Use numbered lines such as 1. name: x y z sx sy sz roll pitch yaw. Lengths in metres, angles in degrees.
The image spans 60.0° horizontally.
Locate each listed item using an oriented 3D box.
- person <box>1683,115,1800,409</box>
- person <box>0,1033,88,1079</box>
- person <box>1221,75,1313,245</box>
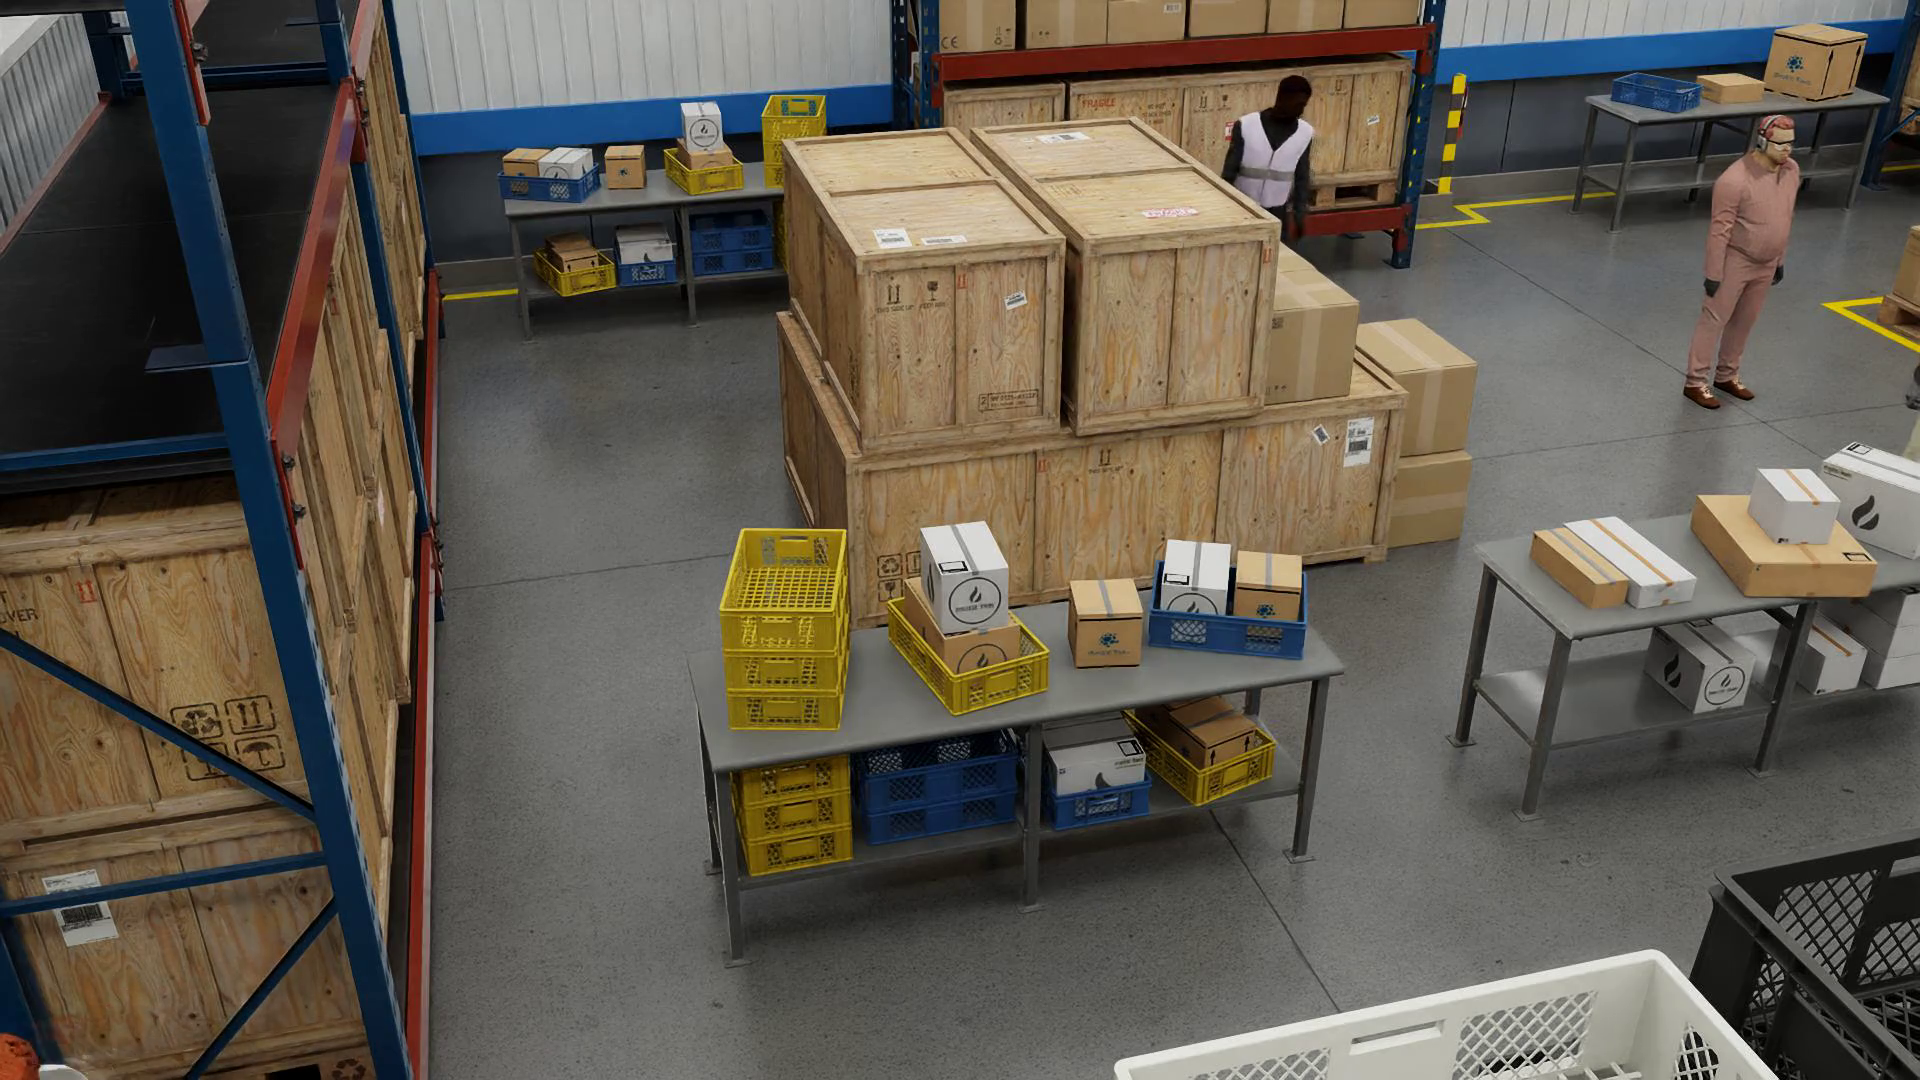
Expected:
1. person: 5.025 -1.768 10.628 0.647 1.901 0.402 -12 31 -21
2. person: -2.040 1.873 4.043 0.727 1.868 0.592 -10 30 -18
3. person: 2.105 -2.310 11.628 0.634 1.877 0.492 -1 29 -2
